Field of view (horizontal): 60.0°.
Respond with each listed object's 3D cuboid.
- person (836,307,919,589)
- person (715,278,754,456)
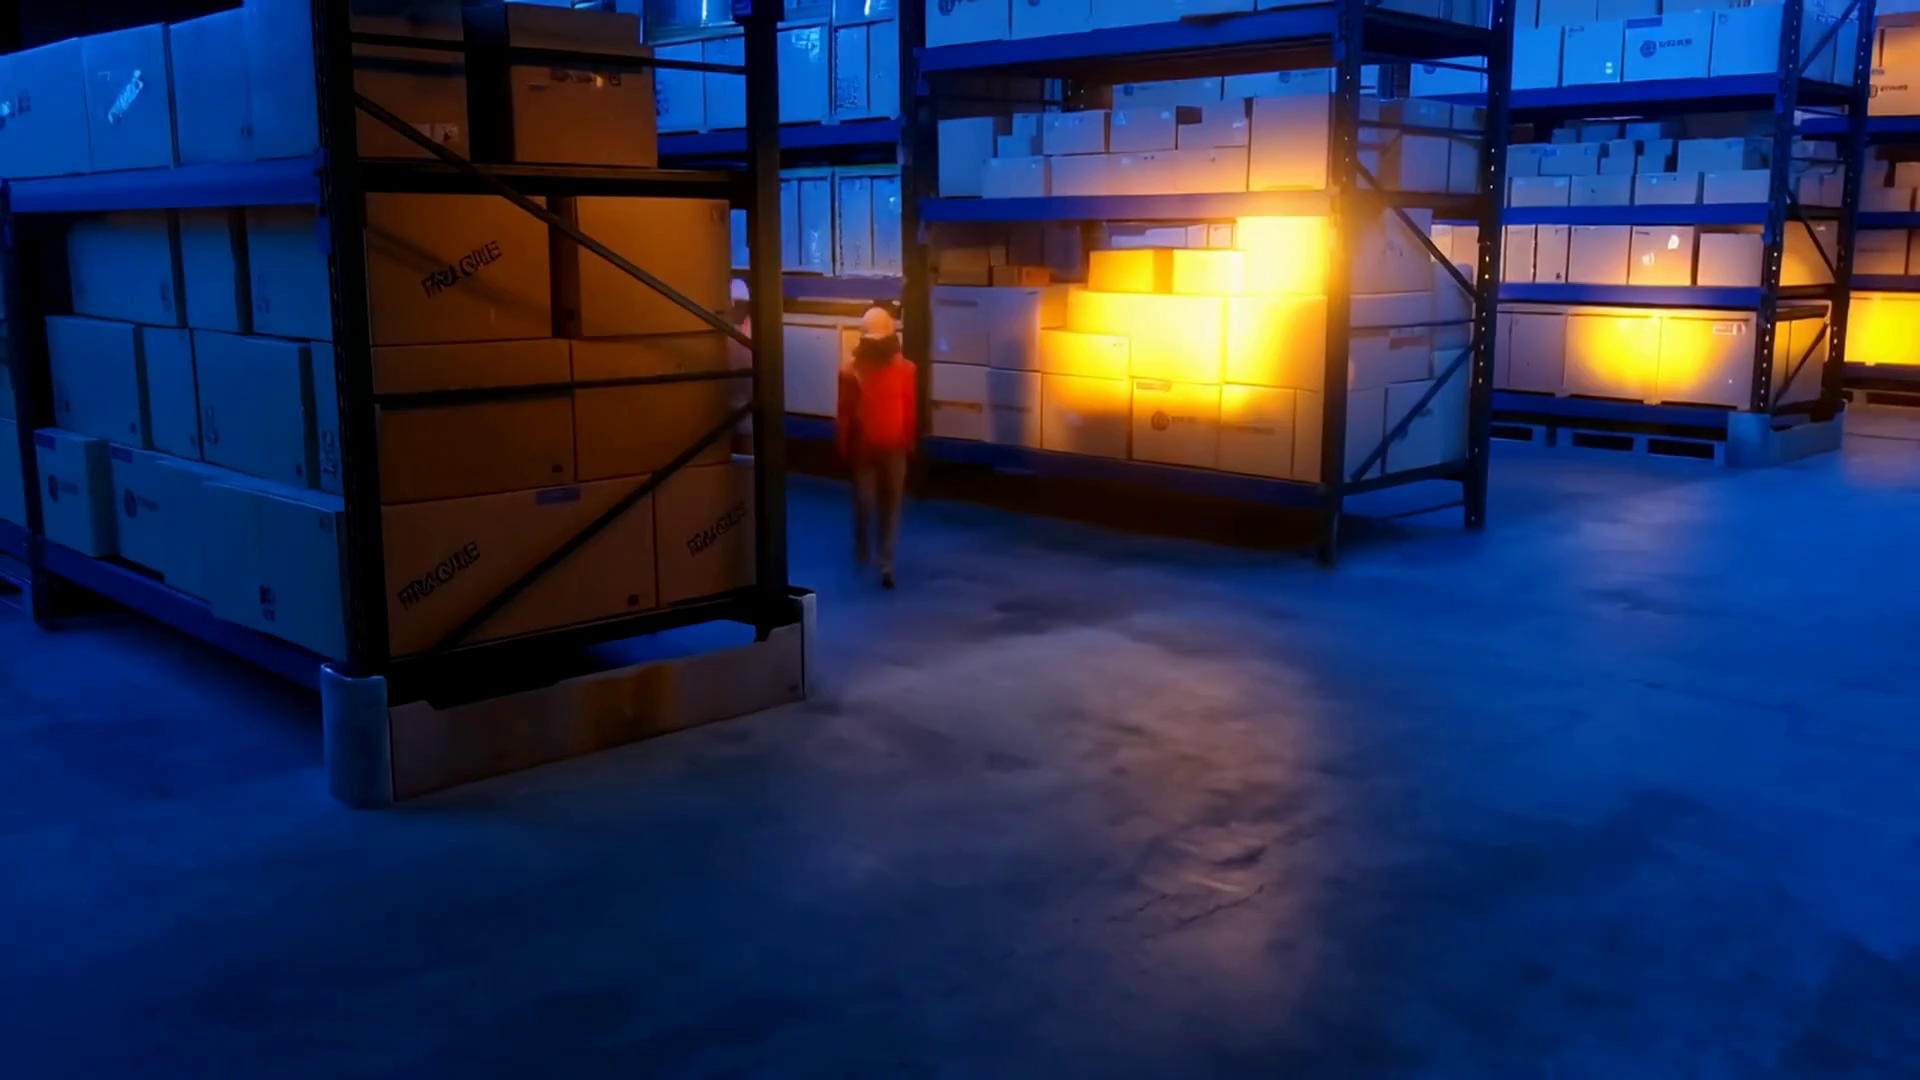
[{"bbox_3d":[-0.492,-0.552,10.052,0.492,1.717,0.480,-2,11,-10],"label":"person"},{"bbox_3d":[-1.817,-1.218,13.479,0.954,1.781,0.614,10,14,43],"label":"person"}]
